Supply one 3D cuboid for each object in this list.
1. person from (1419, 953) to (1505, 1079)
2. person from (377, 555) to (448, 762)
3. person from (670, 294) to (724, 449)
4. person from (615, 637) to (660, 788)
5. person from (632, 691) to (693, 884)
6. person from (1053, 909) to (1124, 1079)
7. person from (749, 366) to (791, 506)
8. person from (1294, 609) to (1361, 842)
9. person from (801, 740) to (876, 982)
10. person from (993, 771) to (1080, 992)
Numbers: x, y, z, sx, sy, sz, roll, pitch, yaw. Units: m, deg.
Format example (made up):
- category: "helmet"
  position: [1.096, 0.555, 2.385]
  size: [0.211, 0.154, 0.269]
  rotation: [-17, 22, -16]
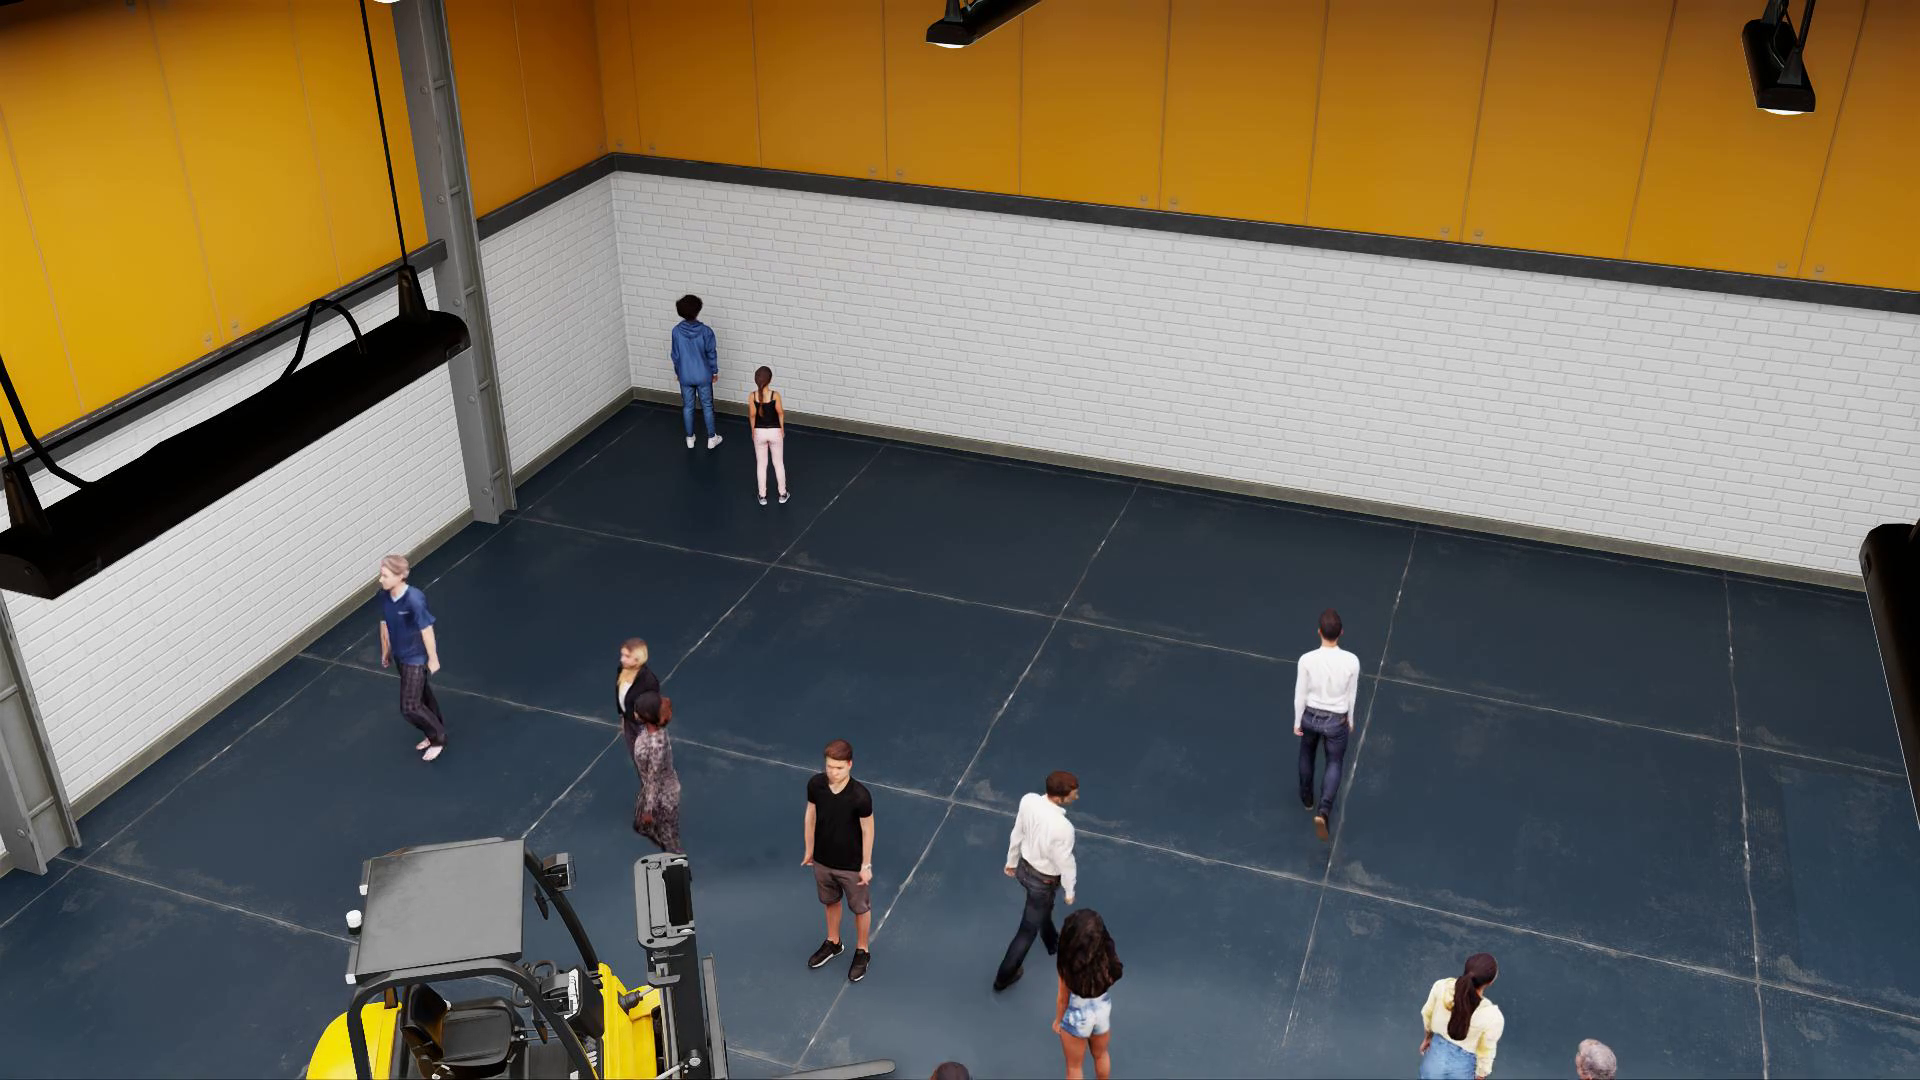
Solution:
- category: "person"
  position: [2.872, 3.123, 9.789]
  size: [0.848, 1.607, 1.112]
  rotation: [21, 35, 33]
- category: "person"
  position: [-4.402, 0.915, 13.579]
  size: [0.772, 1.854, 0.802]
  rotation: [20, 35, 33]
- category: "person"
  position: [-2.989, -1.903, 18.791]
  size: [0.733, 1.810, 0.659]
  rotation: [3, 29, 5]
- category: "person"
  position: [-2.414, 1.457, 12.779]
  size: [0.658, 1.667, 0.654]
  rotation: [21, 35, 34]
- category: "person"
  position: [-2.078, 1.828, 12.063]
  size: [0.774, 1.703, 0.707]
  rotation: [-10, 30, -18]
- category: "person"
  position: [0.763, 2.911, 10.159]
  size: [0.659, 1.625, 0.727]
  rotation: [-16, 32, -26]
- category: "person"
  position: [-2.031, -1.118, 17.607]
  size: [0.599, 1.566, 0.620]
  rotation: [-1, 29, -3]
- category: "person"
  position: [2.778, 1.418, 12.668]
  size: [0.698, 1.843, 1.074]
  rotation: [6, 29, 11]
- category: "person"
  position: [-0.798, 2.144, 11.317]
  size: [0.706, 1.862, 0.604]
  rotation: [13, 31, 23]
- category: "person"
  position: [0.470, 2.308, 11.060]
  size: [1.175, 1.820, 1.049]
  rotation: [-24, 36, -36]
